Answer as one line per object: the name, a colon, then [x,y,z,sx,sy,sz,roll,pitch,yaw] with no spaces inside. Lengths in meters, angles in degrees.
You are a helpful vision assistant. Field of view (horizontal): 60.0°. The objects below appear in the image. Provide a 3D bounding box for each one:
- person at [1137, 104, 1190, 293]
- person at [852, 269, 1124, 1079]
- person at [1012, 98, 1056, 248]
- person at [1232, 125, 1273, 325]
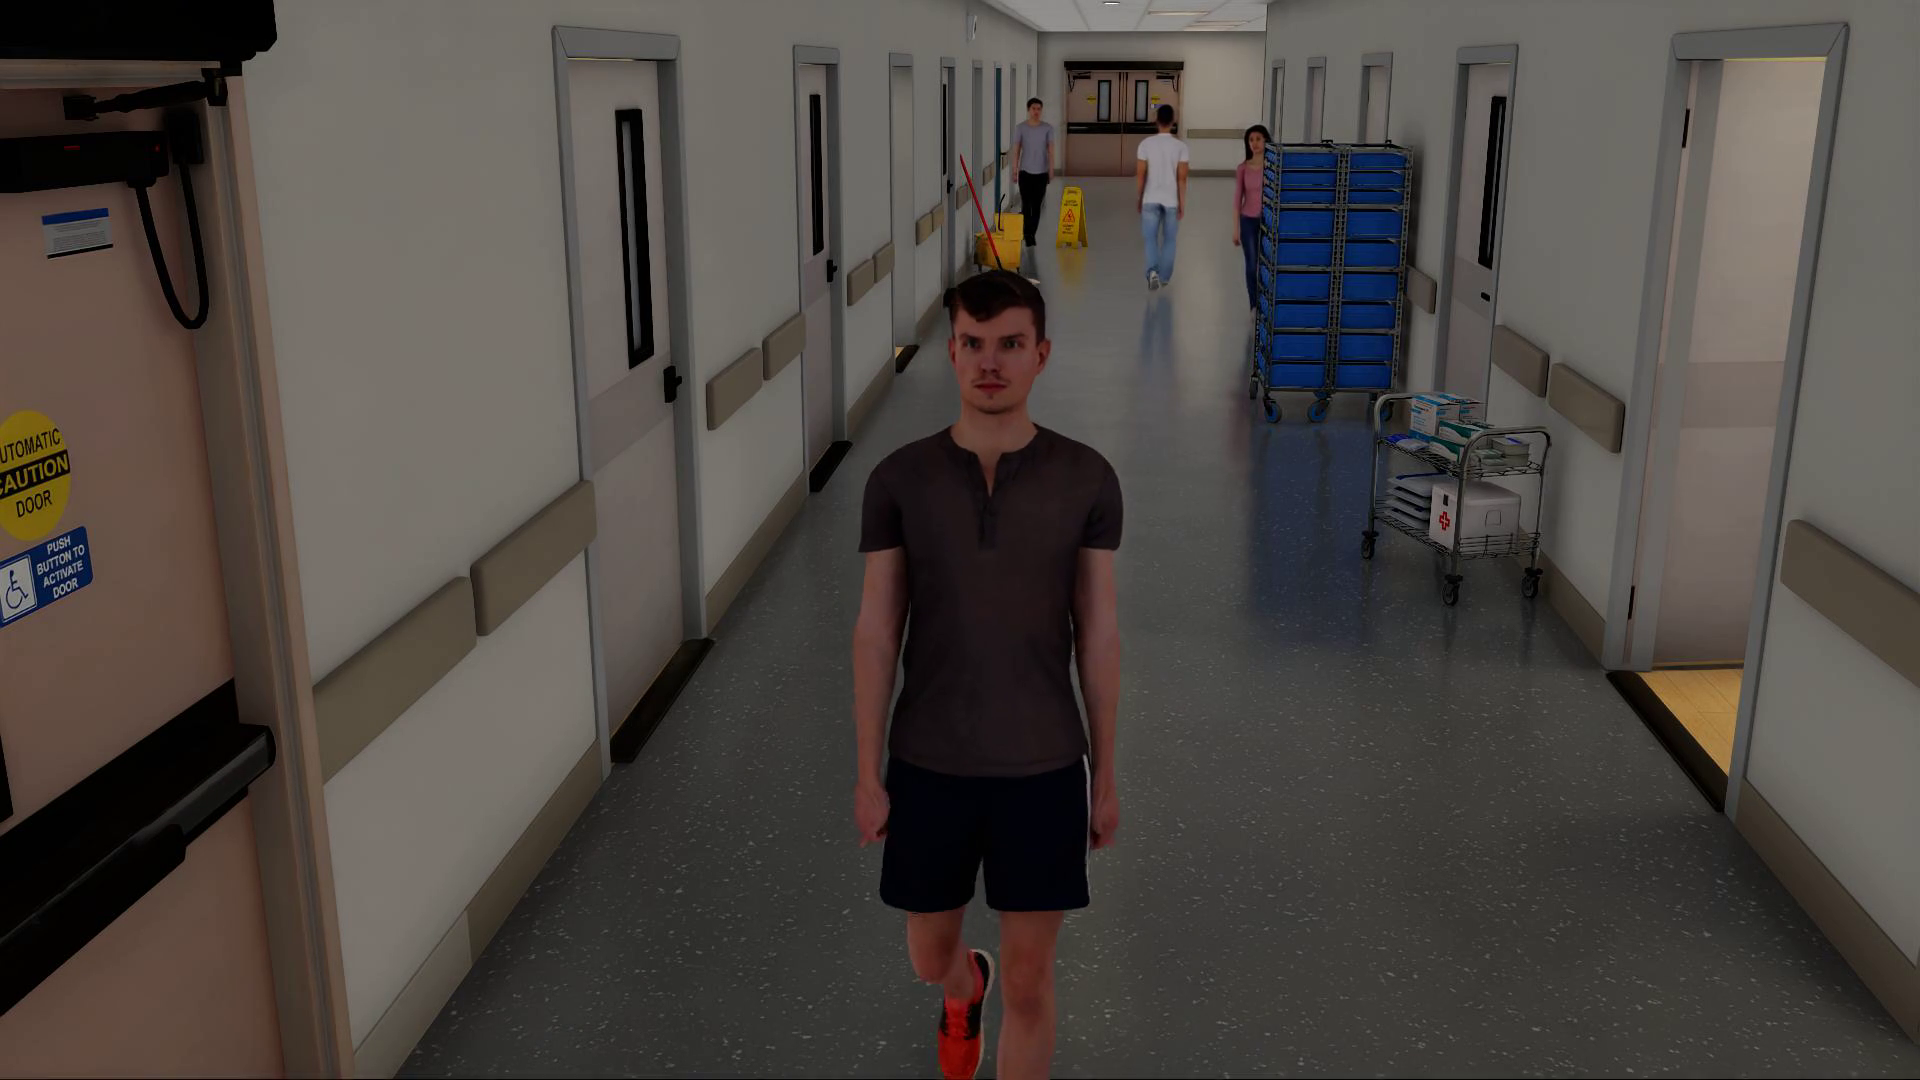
person: [2.014,-3.396,16.701,0.690,1.834,1.126,2,16,6]
person: [0.052,0.413,3.202,0.655,1.827,1.062,1,16,4]
person: [0.928,-4.600,20.990,0.787,1.823,1.180,-1,16,-3]
person: [2.639,-2.783,14.731,0.656,1.722,0.883,3,16,12]
